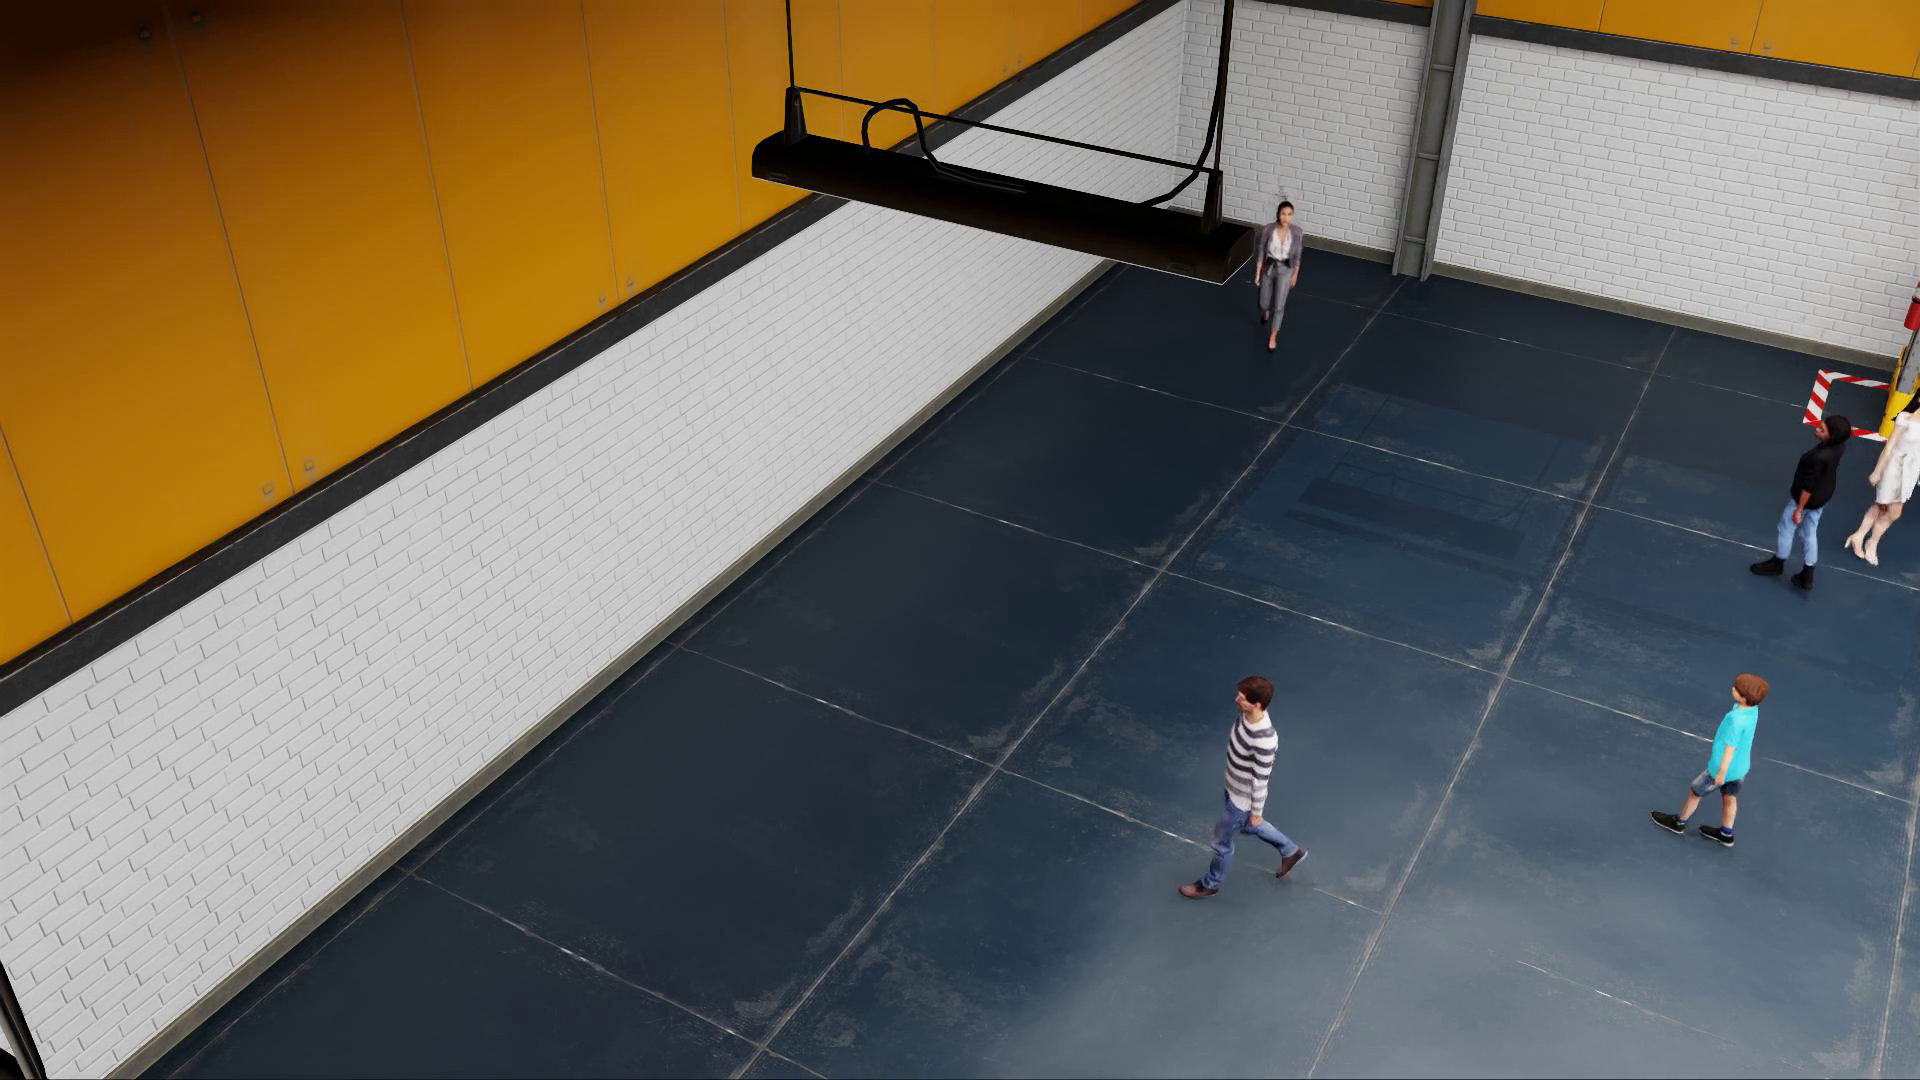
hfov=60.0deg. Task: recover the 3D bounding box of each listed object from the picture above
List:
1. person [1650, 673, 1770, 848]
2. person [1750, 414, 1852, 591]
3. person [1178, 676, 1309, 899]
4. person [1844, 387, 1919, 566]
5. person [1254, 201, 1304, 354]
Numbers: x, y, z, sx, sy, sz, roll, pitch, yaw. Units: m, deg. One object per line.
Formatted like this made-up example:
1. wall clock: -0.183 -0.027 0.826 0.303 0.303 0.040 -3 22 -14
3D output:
1. person: 5.333 1.548 11.397 0.826 1.431 0.647 28 42 35
2. person: 7.178 -0.307 13.956 0.825 1.687 0.893 -18 38 -25
3. person: 1.957 1.641 10.904 1.223 1.821 1.058 -2 34 -3
4. person: 8.008 -0.612 14.350 0.850 1.758 0.914 -11 35 -16
5. person: 3.390 -2.859 17.815 0.856 1.664 0.836 6 34 9
